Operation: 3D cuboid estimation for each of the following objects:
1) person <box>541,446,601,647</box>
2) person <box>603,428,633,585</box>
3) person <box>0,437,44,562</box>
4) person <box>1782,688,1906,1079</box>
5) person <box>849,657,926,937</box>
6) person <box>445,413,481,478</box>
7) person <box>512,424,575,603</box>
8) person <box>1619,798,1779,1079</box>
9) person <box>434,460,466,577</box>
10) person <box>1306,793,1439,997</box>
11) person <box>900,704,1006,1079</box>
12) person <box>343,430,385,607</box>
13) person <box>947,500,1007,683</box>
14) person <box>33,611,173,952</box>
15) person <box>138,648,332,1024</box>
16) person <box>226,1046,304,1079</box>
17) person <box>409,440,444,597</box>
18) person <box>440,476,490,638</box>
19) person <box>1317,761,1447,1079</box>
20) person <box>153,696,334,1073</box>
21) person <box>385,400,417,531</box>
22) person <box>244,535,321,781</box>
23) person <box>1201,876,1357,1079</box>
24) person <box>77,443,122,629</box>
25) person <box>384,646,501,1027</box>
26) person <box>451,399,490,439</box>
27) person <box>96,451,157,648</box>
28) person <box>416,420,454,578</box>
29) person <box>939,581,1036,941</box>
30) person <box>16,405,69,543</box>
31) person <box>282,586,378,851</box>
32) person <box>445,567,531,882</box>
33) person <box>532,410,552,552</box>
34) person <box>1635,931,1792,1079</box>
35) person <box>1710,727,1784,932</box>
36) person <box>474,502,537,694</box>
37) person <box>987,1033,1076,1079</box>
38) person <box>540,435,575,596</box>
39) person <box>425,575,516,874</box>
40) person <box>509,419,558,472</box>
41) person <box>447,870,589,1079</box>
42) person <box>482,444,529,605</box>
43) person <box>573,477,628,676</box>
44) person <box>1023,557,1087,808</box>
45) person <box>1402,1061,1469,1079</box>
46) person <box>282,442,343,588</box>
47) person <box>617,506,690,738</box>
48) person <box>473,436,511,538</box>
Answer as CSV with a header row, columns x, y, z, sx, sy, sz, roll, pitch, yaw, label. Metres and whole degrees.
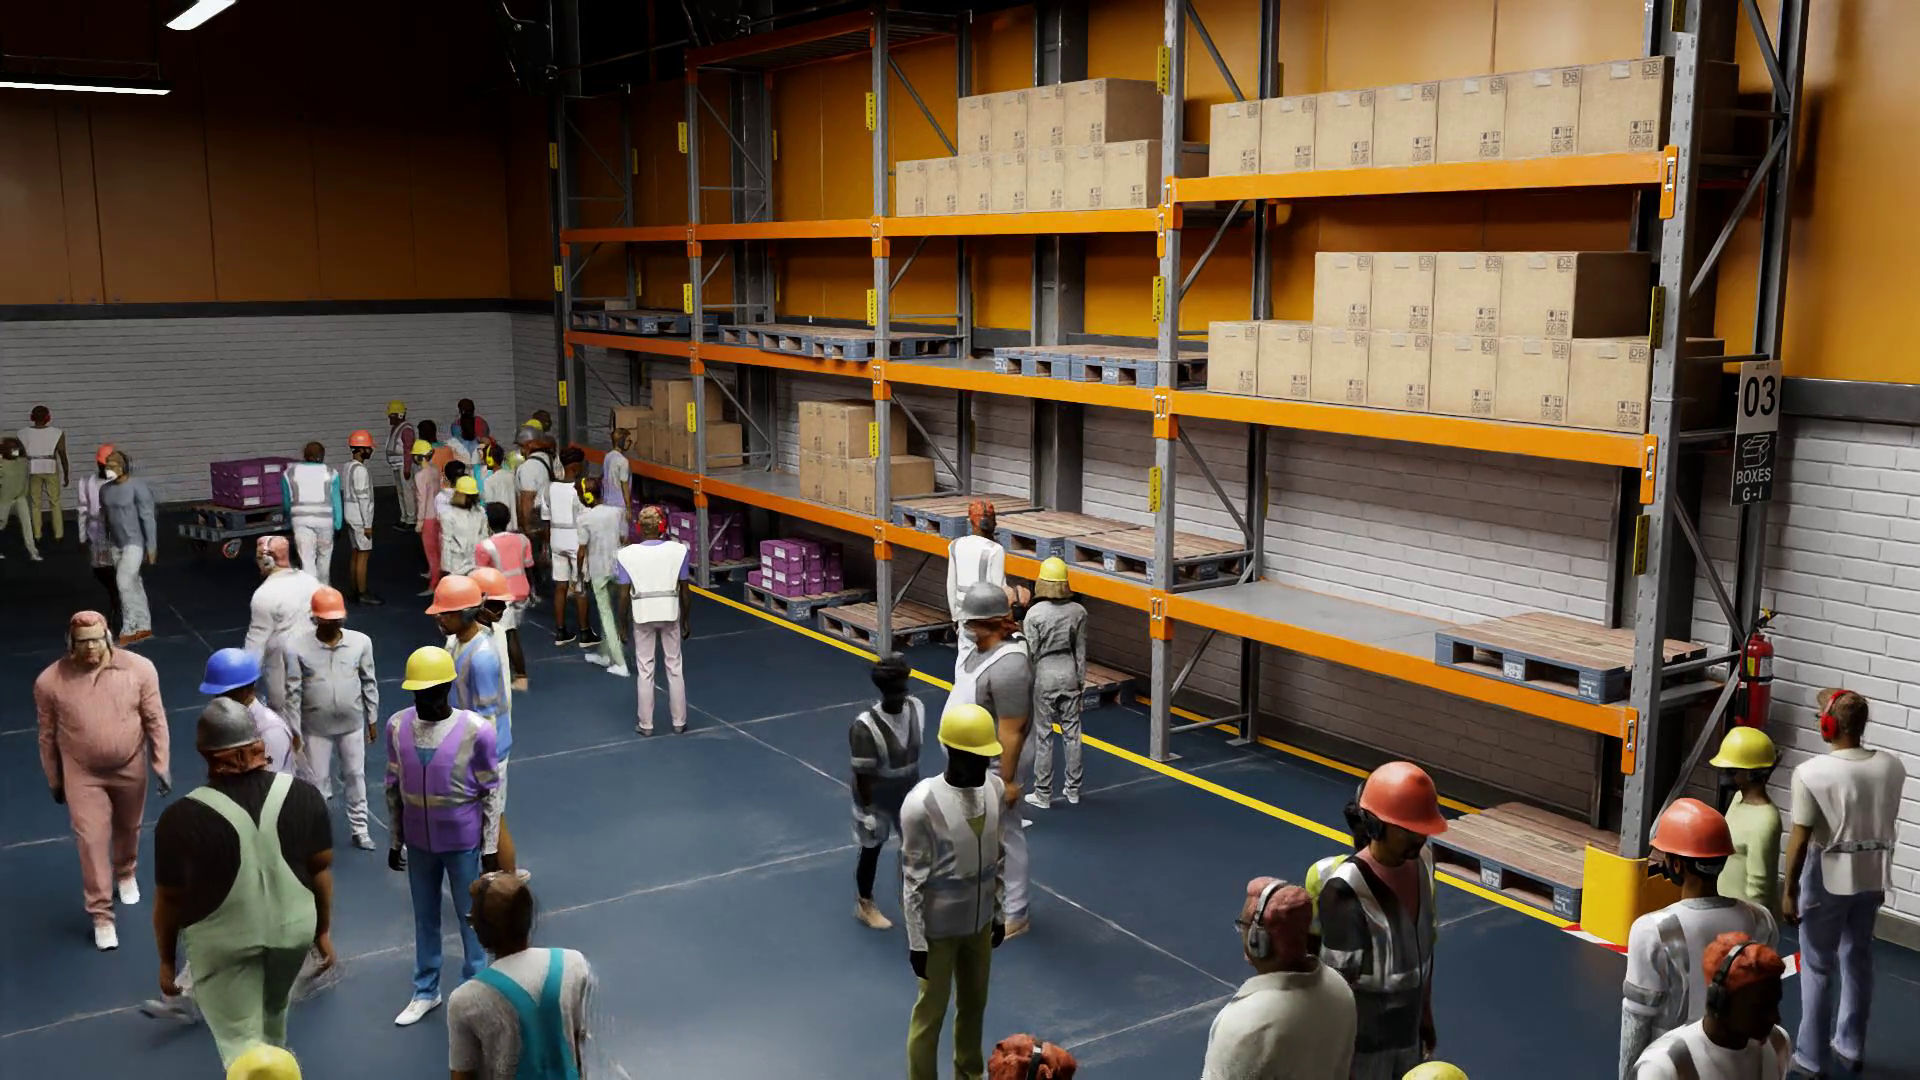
x,y,z,sx,sy,sz,roll,pitch,yaw,label
-3.787,0.064,16.260,0.611,1.962,0.364,4,10,22,person
-3.948,-0.389,19.316,0.359,1.835,0.512,-7,12,-36,person
-11.895,-0.514,20.787,0.892,1.580,0.507,5,11,25,person
4.045,1.595,7.691,0.563,1.830,0.482,-2,10,-13,person
-0.389,1.430,9.161,0.547,1.640,0.712,-8,12,-39,person
-6.178,-0.658,20.809,0.598,1.883,0.936,-8,12,-38,person
-4.579,-0.288,18.109,0.723,2.000,0.689,1,10,8,person
2.551,1.856,5.865,0.543,1.929,0.386,-2,10,-10,person
-5.250,0.007,17.384,0.318,1.695,0.539,4,10,22,person
1.643,1.827,6.731,0.540,1.690,0.321,3,10,17,person
0.004,1.634,7.195,0.591,1.918,0.397,-9,13,-43,person
-6.504,-0.235,18.129,0.388,1.930,0.544,-6,12,-33,person
0.153,0.622,13.232,0.575,1.883,0.362,9,13,42,person
-4.857,1.283,9.452,0.637,1.859,0.969,-6,12,-33,person
-3.574,1.470,8.218,0.624,1.895,0.957,7,12,35,person
-1.825,2.175,4.490,0.536,1.752,0.360,-3,10,-17,person
-5.981,-0.246,18.666,0.331,1.768,0.527,1,10,6,person
-4.811,0.213,16.131,0.486,1.717,0.580,-9,13,-41,person
1.548,1.776,6.038,0.612,2.030,0.403,-9,13,-43,person
-2.948,1.619,6.915,0.703,2.000,1.014,-9,13,-43,person
-7.777,-1.041,23.171,0.403,1.825,0.593,-7,12,-35,person
-4.788,0.900,11.602,0.761,1.881,0.642,1,10,8,person
0.961,1.979,5.256,0.807,1.880,0.653,8,13,41,person
-8.777,-0.063,17.175,0.580,1.912,0.683,-2,10,-11,person
-2.550,1.458,8.188,0.586,1.928,0.380,2,10,11,person
-6.858,-1.058,23.245,0.430,1.836,0.638,6,11,32,person
-8.207,0.099,16.181,0.655,1.918,0.738,5,11,25,person
-6.155,-0.475,19.642,0.474,1.898,0.602,3,10,19,person
0.153,1.208,9.325,0.536,2.000,0.689,-2,10,-9,person
-12.180,-0.866,22.112,0.579,1.833,0.395,-4,10,-23,person
-3.967,1.148,10.544,0.565,1.745,0.349,-6,12,-33,person
-2.814,1.143,9.884,0.407,1.986,0.617,2,10,13,person
-5.383,-0.752,21.407,0.336,1.844,0.508,0,10,-2,person
2.202,2.046,4.898,0.582,1.879,0.359,-4,11,-24,person
3.456,1.684,7.374,0.341,1.760,0.530,3,10,16,person
-4.048,0.488,14.627,0.816,1.656,0.547,8,12,38,person
0.138,2.154,4.223,0.355,1.887,0.573,1,10,6,person
-4.575,-0.268,18.618,0.636,1.832,0.431,2,10,11,person
-2.776,1.193,9.462,0.434,2.031,0.610,-4,11,-24,person
-4.999,-0.467,19.570,0.603,1.900,0.597,-4,11,-24,person
-1.410,1.986,5.511,0.519,1.800,0.939,-10,14,-44,person
-4.853,-0.099,17.573,0.386,1.848,0.534,4,10,21,person
-3.310,0.314,15.207,0.808,1.825,0.598,8,12,39,person
0.641,0.982,11.526,0.493,1.743,0.311,-4,11,-24,person
1.209,2.204,4.385,0.321,1.737,0.483,-4,10,-23,person
-7.085,-0.181,18.253,0.606,1.782,0.981,-3,10,-19,person
-2.412,0.654,13.171,0.563,1.839,0.394,-3,10,-16,person
-5.143,-0.229,18.333,0.569,1.845,0.384,7,12,34,person
